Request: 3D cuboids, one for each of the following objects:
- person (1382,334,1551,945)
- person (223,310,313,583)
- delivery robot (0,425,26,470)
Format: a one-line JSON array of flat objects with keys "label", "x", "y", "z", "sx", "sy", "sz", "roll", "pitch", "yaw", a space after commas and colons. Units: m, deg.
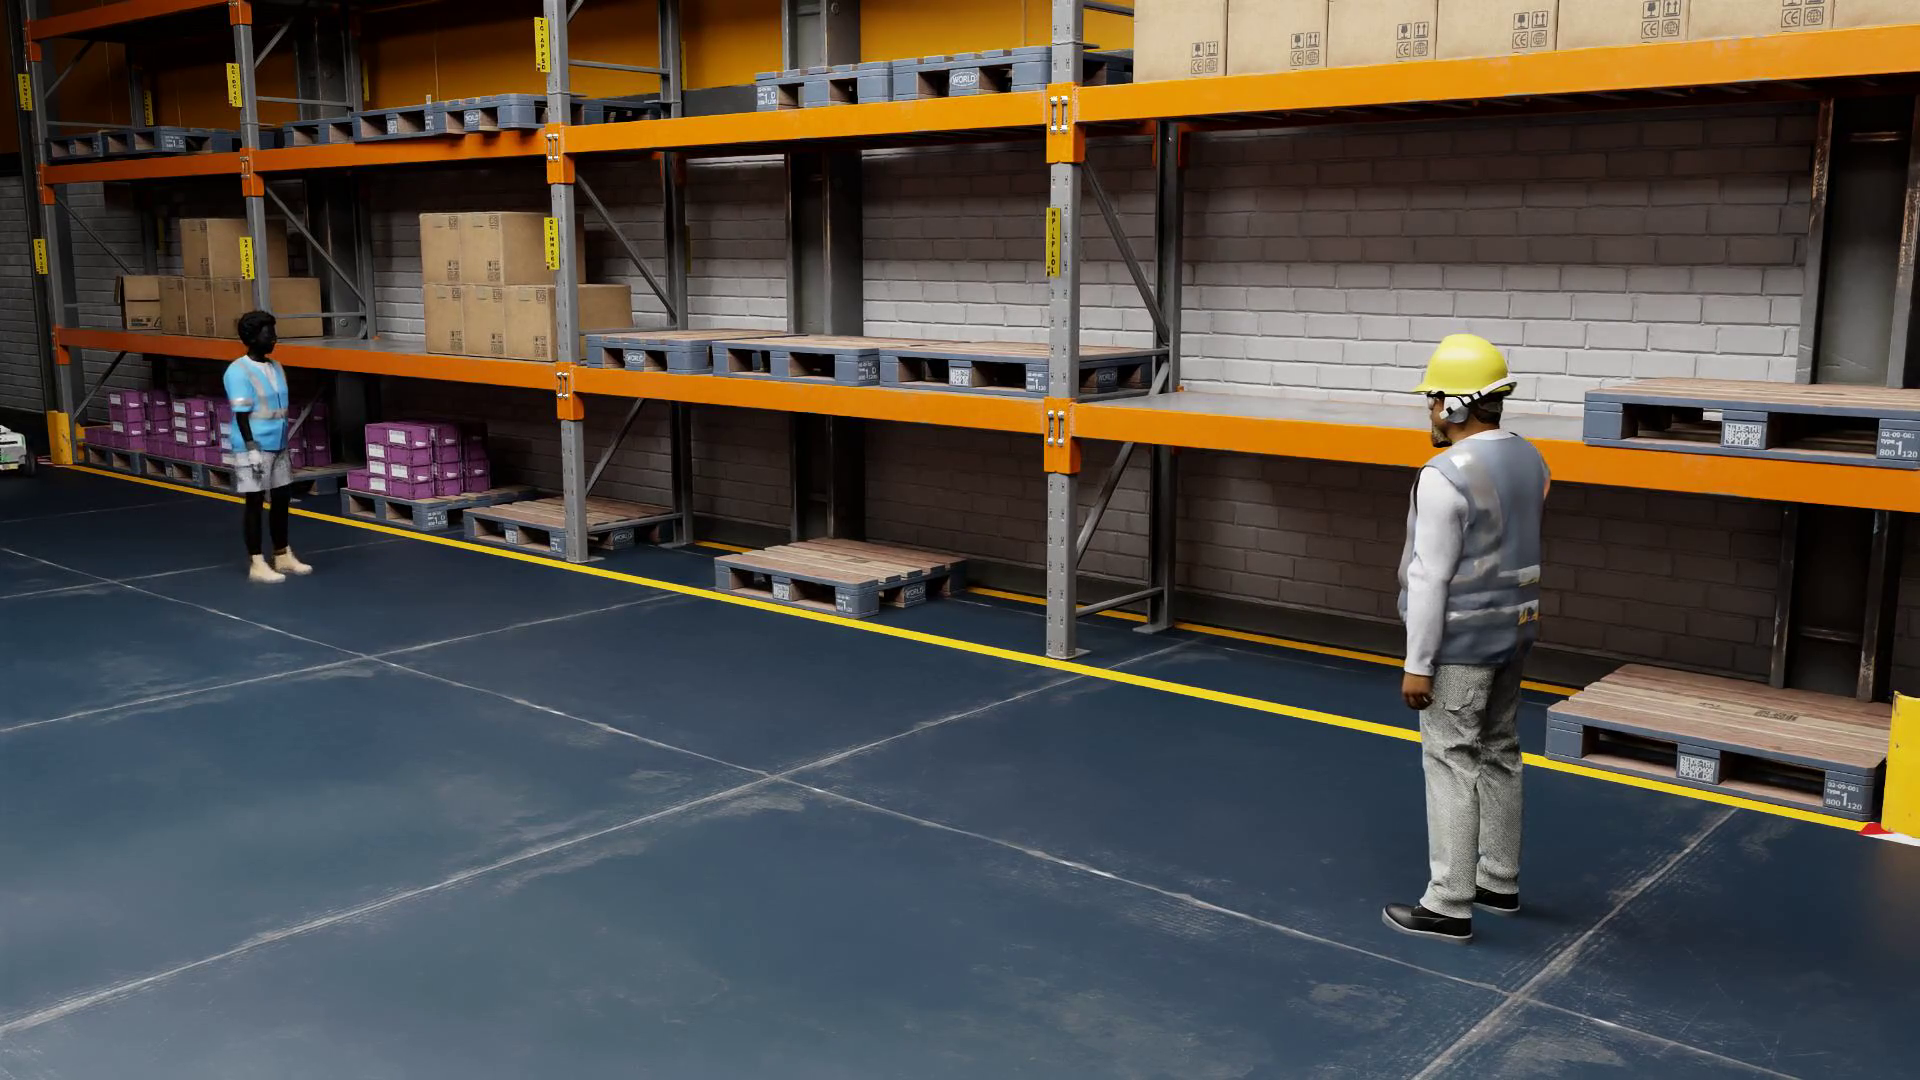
[{"label": "person", "x": 1.524, "y": 0.296, "z": 5.029, "sx": 0.591, "sy": 1.823, "sz": 0.405, "roll": -9, "pitch": 14, "yaw": -43}, {"label": "person", "x": -4.347, "y": -0.583, "z": 10.386, "sx": 0.324, "sy": 1.696, "sz": 0.569, "roll": 2, "pitch": 10, "yaw": 11}, {"label": "delivery robot", "x": -8.731, "y": -0.872, "z": 15.008, "sx": 0.707, "sy": 0.478, "sz": 0.477, "roll": 9, "pitch": 13, "yaw": 41}]
